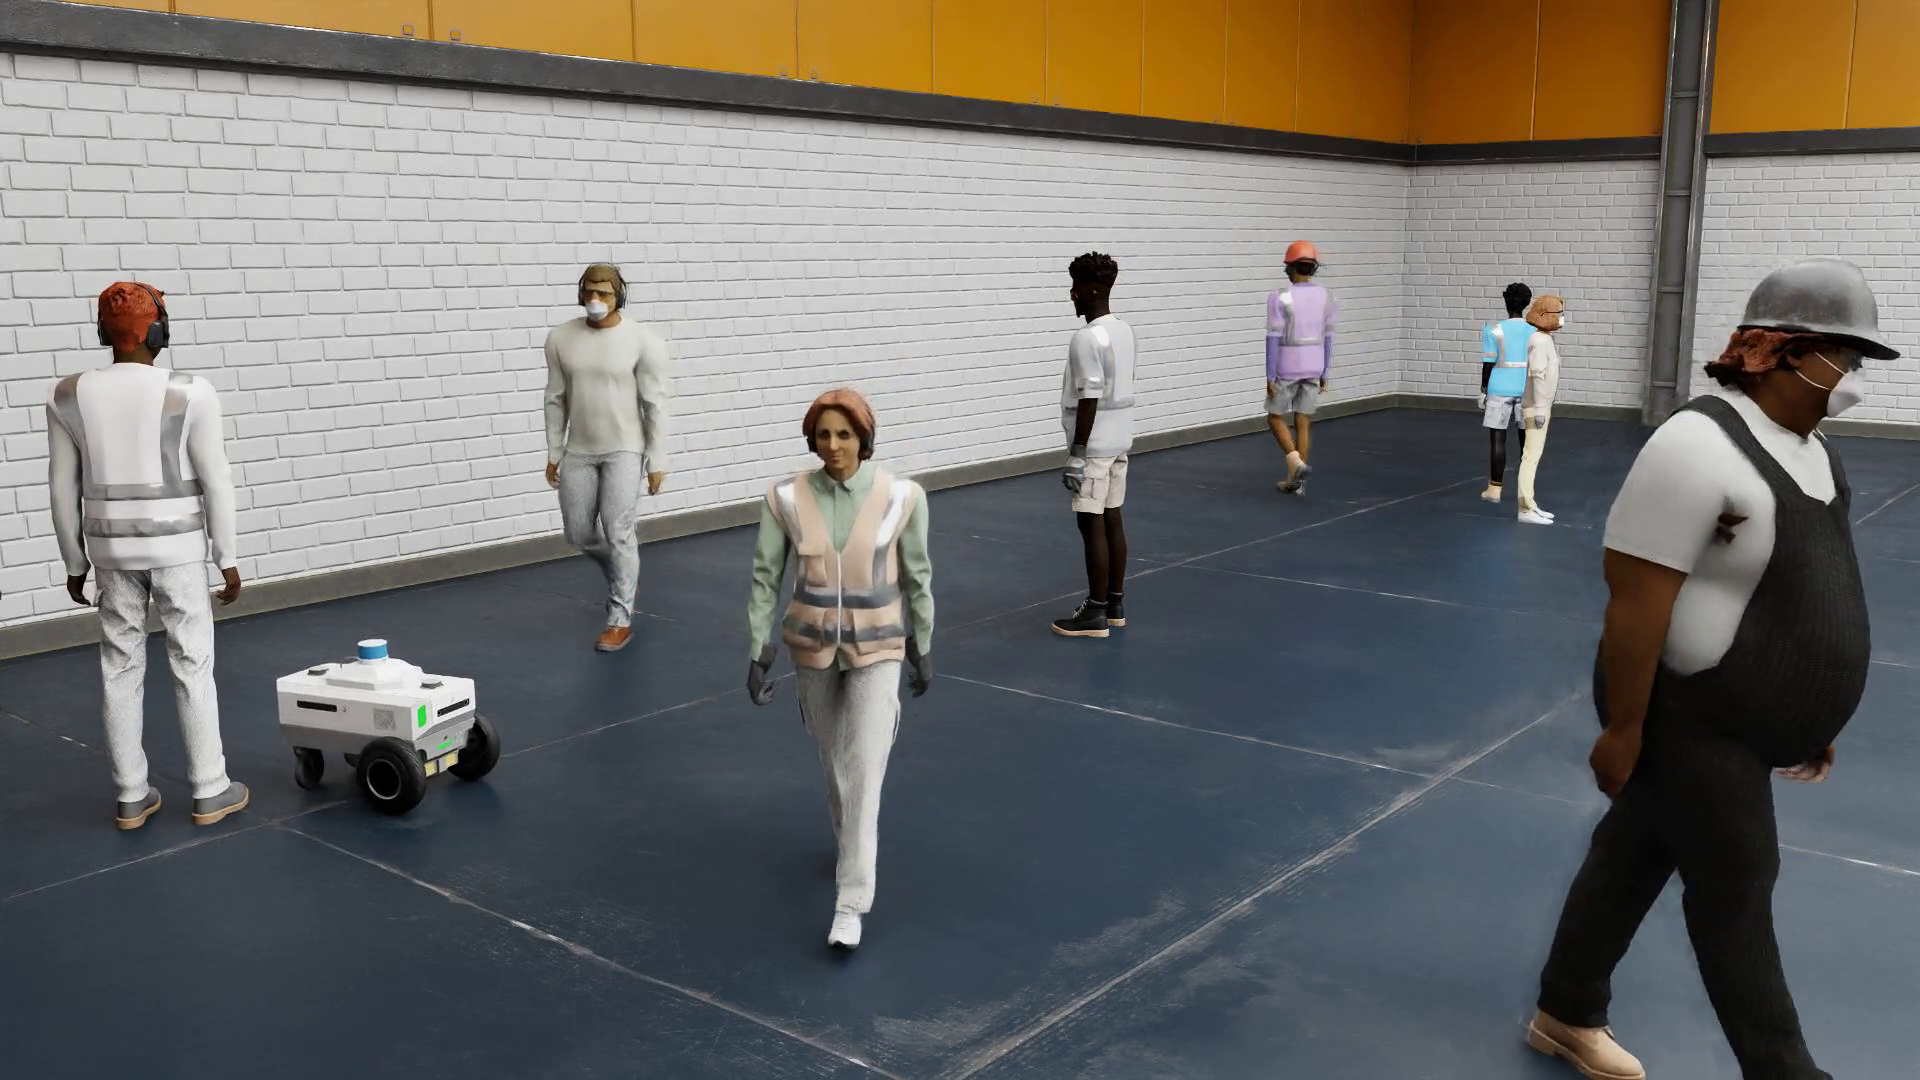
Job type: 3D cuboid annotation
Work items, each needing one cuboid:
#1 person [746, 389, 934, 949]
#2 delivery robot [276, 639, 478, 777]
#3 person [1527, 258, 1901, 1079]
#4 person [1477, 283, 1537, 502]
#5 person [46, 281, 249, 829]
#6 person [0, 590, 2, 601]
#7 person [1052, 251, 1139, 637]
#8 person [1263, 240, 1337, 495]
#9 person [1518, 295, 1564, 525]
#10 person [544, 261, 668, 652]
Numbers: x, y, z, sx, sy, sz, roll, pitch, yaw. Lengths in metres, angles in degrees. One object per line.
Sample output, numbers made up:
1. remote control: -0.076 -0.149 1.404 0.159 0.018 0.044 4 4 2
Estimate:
1. person: -0.357 0.347 4.949 0.539 1.586 0.880 1 10 7
2. delivery robot: -2.148 0.609 6.113 0.707 0.478 0.477 4 11 21
3. person: 1.756 0.339 3.752 0.942 2.000 0.712 9 14 42
4. person: 4.269 -1.134 12.865 0.540 1.695 0.317 -1 10 -3
5. person: -2.786 0.061 5.727 0.585 1.882 0.337 -1 10 -7
6. person: -3.582 0.087 5.601 0.568 1.894 0.951 0 10 -1
7. person: 0.697 -0.488 8.540 0.361 1.964 0.613 5 11 26
8. person: 2.671 -1.340 13.112 0.610 2.029 0.510 -3 11 -17
9. person: 4.175 -0.937 11.952 0.280 1.633 0.502 4 11 21
10. person: -1.746 -0.433 8.361 0.638 1.921 0.622 2 10 12
